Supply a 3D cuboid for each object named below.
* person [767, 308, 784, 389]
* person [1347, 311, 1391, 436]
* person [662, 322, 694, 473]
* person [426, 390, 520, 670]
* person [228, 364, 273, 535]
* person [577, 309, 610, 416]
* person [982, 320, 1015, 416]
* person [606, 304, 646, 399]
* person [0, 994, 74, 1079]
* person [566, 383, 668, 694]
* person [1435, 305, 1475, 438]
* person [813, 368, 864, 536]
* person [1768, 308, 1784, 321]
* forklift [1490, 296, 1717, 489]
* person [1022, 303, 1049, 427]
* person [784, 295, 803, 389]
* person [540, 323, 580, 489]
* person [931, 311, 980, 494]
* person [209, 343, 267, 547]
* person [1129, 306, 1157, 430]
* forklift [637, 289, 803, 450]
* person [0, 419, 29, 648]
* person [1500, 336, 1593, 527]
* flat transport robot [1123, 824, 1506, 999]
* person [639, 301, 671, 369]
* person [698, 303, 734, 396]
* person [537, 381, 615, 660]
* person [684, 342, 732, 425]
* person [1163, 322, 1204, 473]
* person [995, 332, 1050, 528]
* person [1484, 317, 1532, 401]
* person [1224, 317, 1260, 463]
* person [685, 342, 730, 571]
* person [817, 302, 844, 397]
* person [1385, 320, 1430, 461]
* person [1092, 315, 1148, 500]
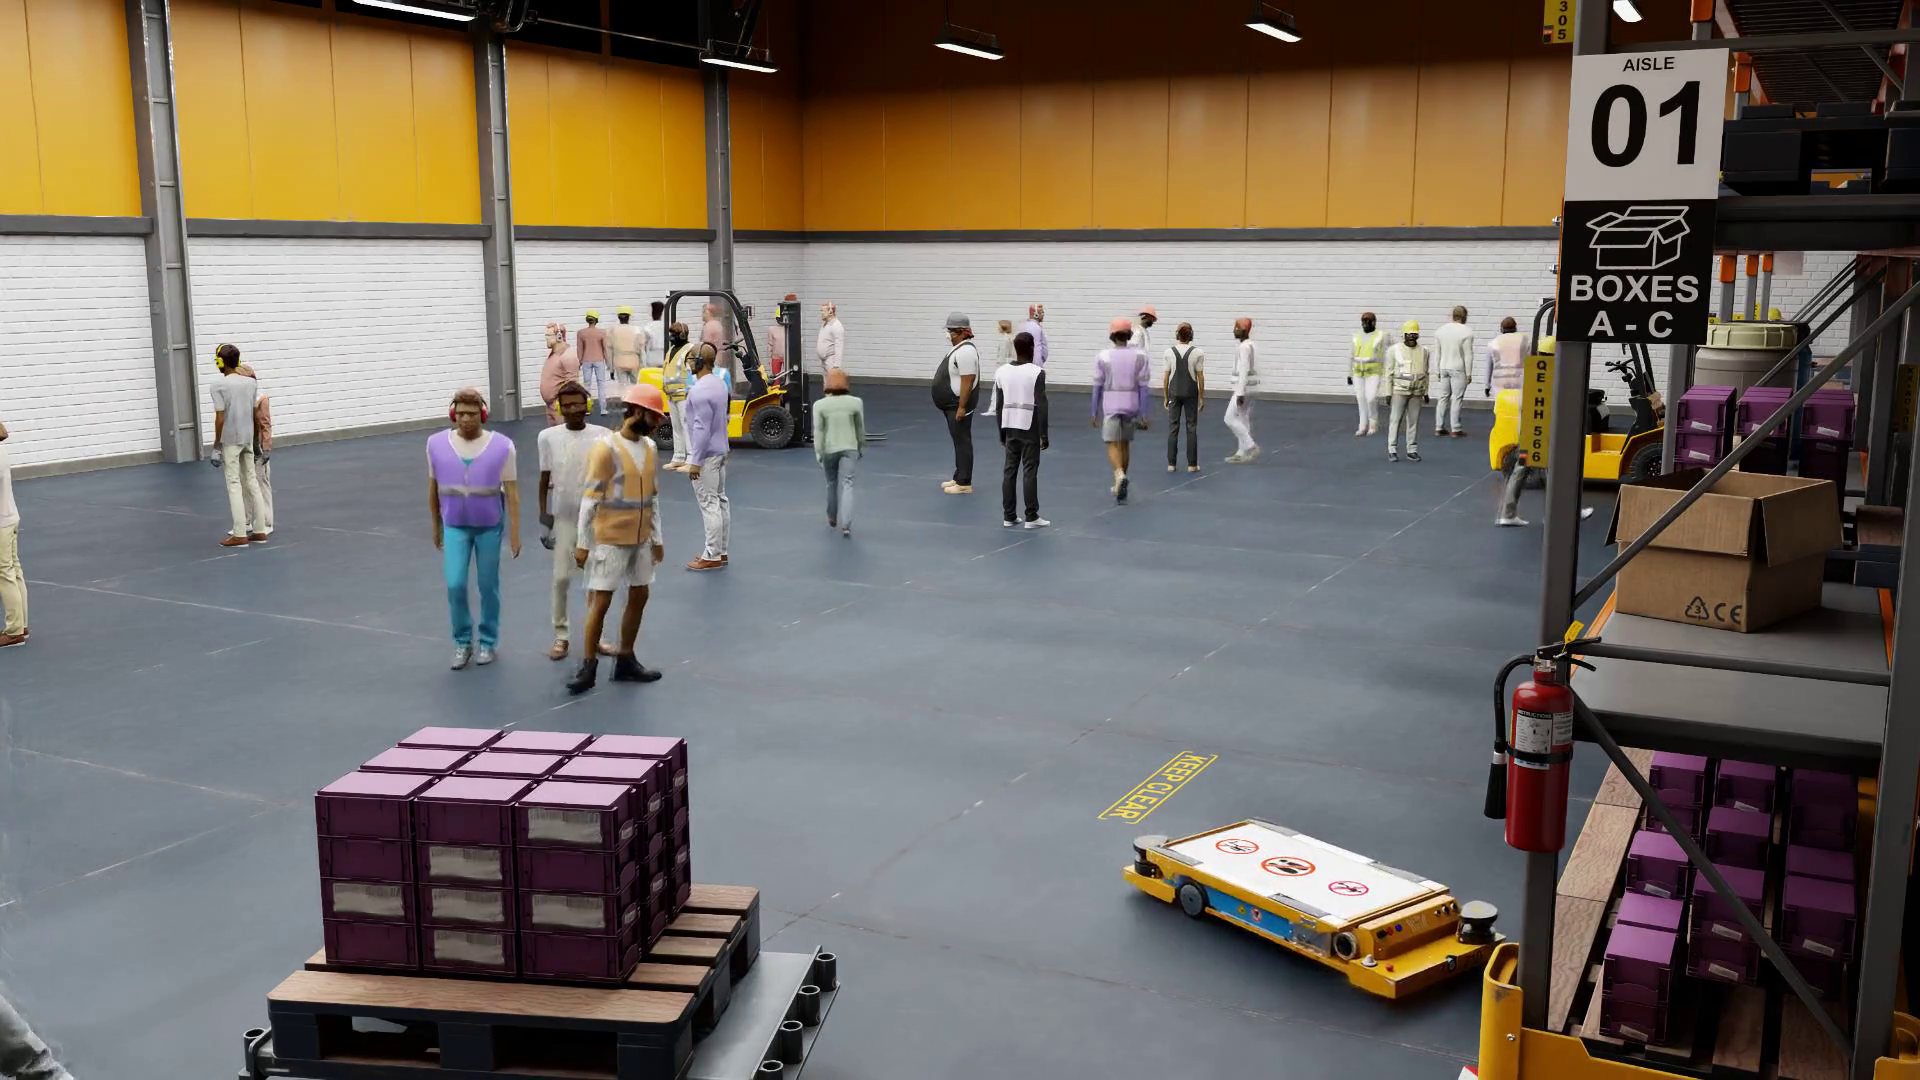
[{"bbox_3d":[-3.044,-3.096,28.474,0.523,1.761,0.328,1,10,4],"label":"person"},{"bbox_3d":[5.967,-2.427,24.386,0.652,1.831,0.462,9,13,43],"label":"person"},{"bbox_3d":[-3.438,-1.754,20.461,0.429,1.844,0.627,-8,13,-39],"label":"person"},{"bbox_3d":[-3.127,-0.062,10.728,0.586,1.810,0.619,-1,10,-8],"label":"person"},{"bbox_3d":[-6.765,-0.851,15.821,0.512,1.640,0.309,3,10,18],"label":"person"},{"bbox_3d":[-6.065,-2.938,27.534,0.533,1.767,0.327,0,10,-2],"label":"person"},{"bbox_3d":[0.786,-2.821,27.317,0.821,1.602,0.525,1,10,5],"label":"person"},{"bbox_3d":[-5.113,-2.660,25.535,0.609,1.892,0.645,-2,10,-10],"label":"person"},{"bbox_3d":[-3.137,0.984,5.020,0.743,1.704,0.542,-4,11,-22],"label":"person"},{"bbox_3d":[-2.117,-0.005,10.212,0.459,1.888,0.737,7,12,34],"label":"person"},{"bbox_3d":[7.222,-2.460,24.299,0.384,1.930,0.651,-7,12,-35],"label":"person"},{"bbox_3d":[-1.158,-0.846,15.941,0.494,1.591,0.873,-1,10,-6],"label":"person"},{"bbox_3d":[12.606,-2.699,25.953,0.404,1.834,0.592,1,10,9],"label":"person"},{"bbox_3d":[7.296,-1.677,18.993,2.313,2.155,1.214,5,11,27],"label":"forklift"},{"bbox_3d":[1.168,-2.699,25.740,0.400,1.910,0.643,-2,10,-11],"label":"person"},{"bbox_3d":[-3.277,-3.855,32.624,0.382,1.854,0.714,1,10,8],"label":"person"},{"bbox_3d":[-4.532,-1.496,18.781,0.409,1.906,0.651,-7,12,-34],"label":"person"},{"bbox_3d":[-0.053,-1.545,18.673,0.539,2.000,0.688,-1,10,-4],"label":"person"},{"bbox_3d":[-6.640,-0.866,15.252,0.309,1.864,0.535,5,11,26],"label":"person"},{"bbox_3d":[2.673,-2.572,25.086,0.438,1.888,0.738,5,11,26],"label":"person"},{"bbox_3d":[-3.358,-2.392,23.136,2.313,2.155,1.214,-1,10,-5],"label":"forklift"},{"bbox_3d":[-6.591,-0.080,11.367,0.281,1.634,0.498,-3,10,-18],"label":"person"},{"bbox_3d":[5.755,-1.055,16.306,0.974,1.871,0.613,-3,10,-15],"label":"person"},{"bbox_3d":[1.377,1.417,6.647,0.652,0.197,1.431,-7,12,-36],"label":"flat transport robot"},{"bbox_3d":[-4.786,-2.828,26.427,0.619,1.937,0.792,-6,12,-33],"label":"person"},{"bbox_3d":[-4.021,-2.936,27.247,0.932,1.874,0.652,1,10,3],"label":"person"},{"bbox_3d":[-2.520,-0.131,11.035,0.537,1.860,0.351,-3,10,-16],"label":"person"},{"bbox_3d":[-2.940,-1.467,19.335,0.540,1.650,0.879,1,10,6],"label":"person"},{"bbox_3d":[2.738,-1.739,20.367,0.506,1.846,0.345,3,10,15],"label":"person"},{"bbox_3d":[0.607,-1.074,16.300,0.587,1.920,0.391,7,12,37],"label":"person"},{"bbox_3d":[7.452,-2.104,22.552,0.686,1.827,0.633,4,10,20],"label":"person"},{"bbox_3d":[3.577,-1.891,21.156,0.407,1.873,0.600,3,10,17],"label":"person"},{"bbox_3d":[-2.148,-0.702,14.089,0.371,1.940,0.627,1,10,8],"label":"person"},{"bbox_3d":[-2.070,-2.815,26.414,0.400,1.910,0.643,-4,11,-23],"label":"person"},{"bbox_3d":[5.787,-1.918,21.475,0.602,1.832,0.404,-1,10,-8],"label":"person"},{"bbox_3d":[1.754,-1.428,18.082,0.613,2.021,0.848,-1,10,-6],"label":"person"}]
